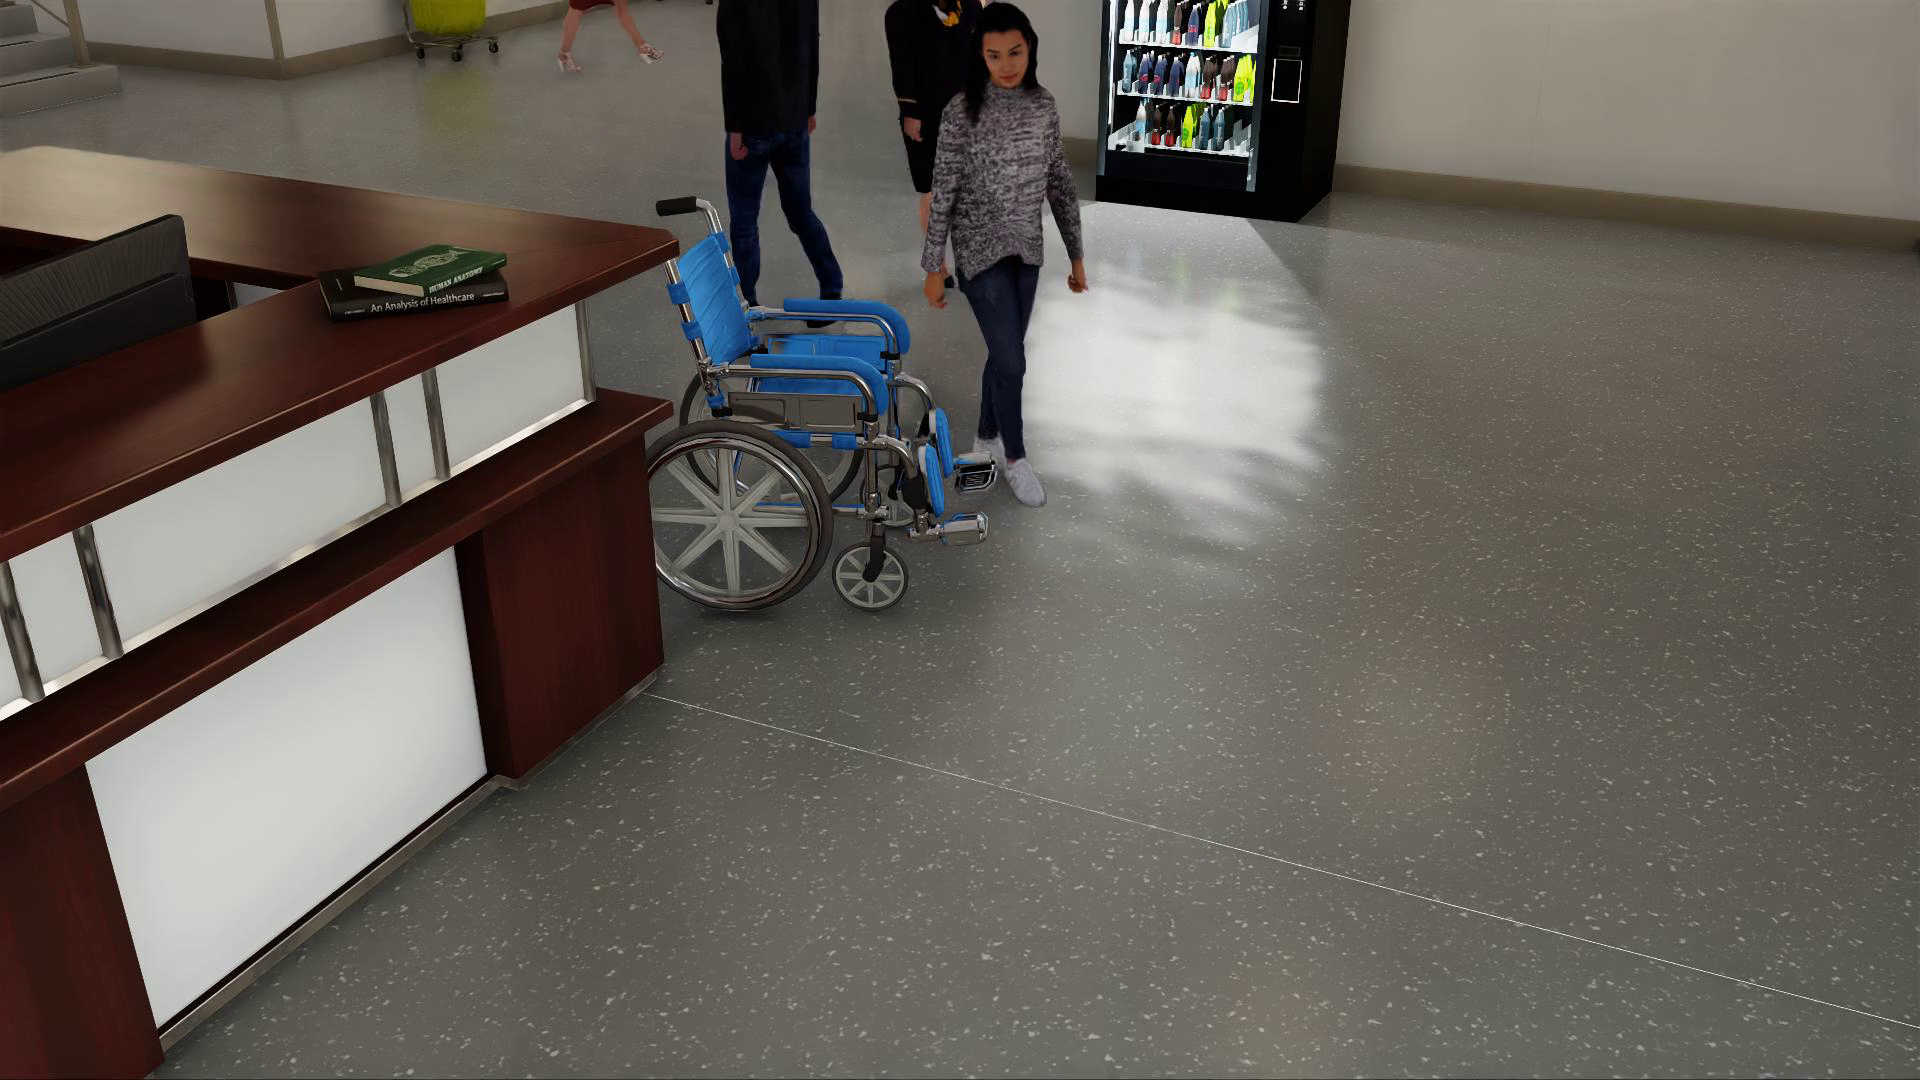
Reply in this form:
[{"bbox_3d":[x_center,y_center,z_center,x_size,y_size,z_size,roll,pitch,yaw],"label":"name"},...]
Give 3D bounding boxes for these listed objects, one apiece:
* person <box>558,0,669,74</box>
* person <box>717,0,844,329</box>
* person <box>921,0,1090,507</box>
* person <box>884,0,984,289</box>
[{"bbox_3d":[-2.980,-4.504,13.062,1.184,1.702,1.031,-5,26,-10],"label":"person"},{"bbox_3d":[-0.784,-1.811,7.286,0.953,1.869,1.167,-20,32,-36],"label":"person"},{"bbox_3d":[0.083,-0.977,5.751,0.909,1.700,0.956,-18,31,-32],"label":"person"},{"bbox_3d":[-0.135,-2.016,7.962,0.837,1.650,0.889,-12,28,-23],"label":"person"}]
